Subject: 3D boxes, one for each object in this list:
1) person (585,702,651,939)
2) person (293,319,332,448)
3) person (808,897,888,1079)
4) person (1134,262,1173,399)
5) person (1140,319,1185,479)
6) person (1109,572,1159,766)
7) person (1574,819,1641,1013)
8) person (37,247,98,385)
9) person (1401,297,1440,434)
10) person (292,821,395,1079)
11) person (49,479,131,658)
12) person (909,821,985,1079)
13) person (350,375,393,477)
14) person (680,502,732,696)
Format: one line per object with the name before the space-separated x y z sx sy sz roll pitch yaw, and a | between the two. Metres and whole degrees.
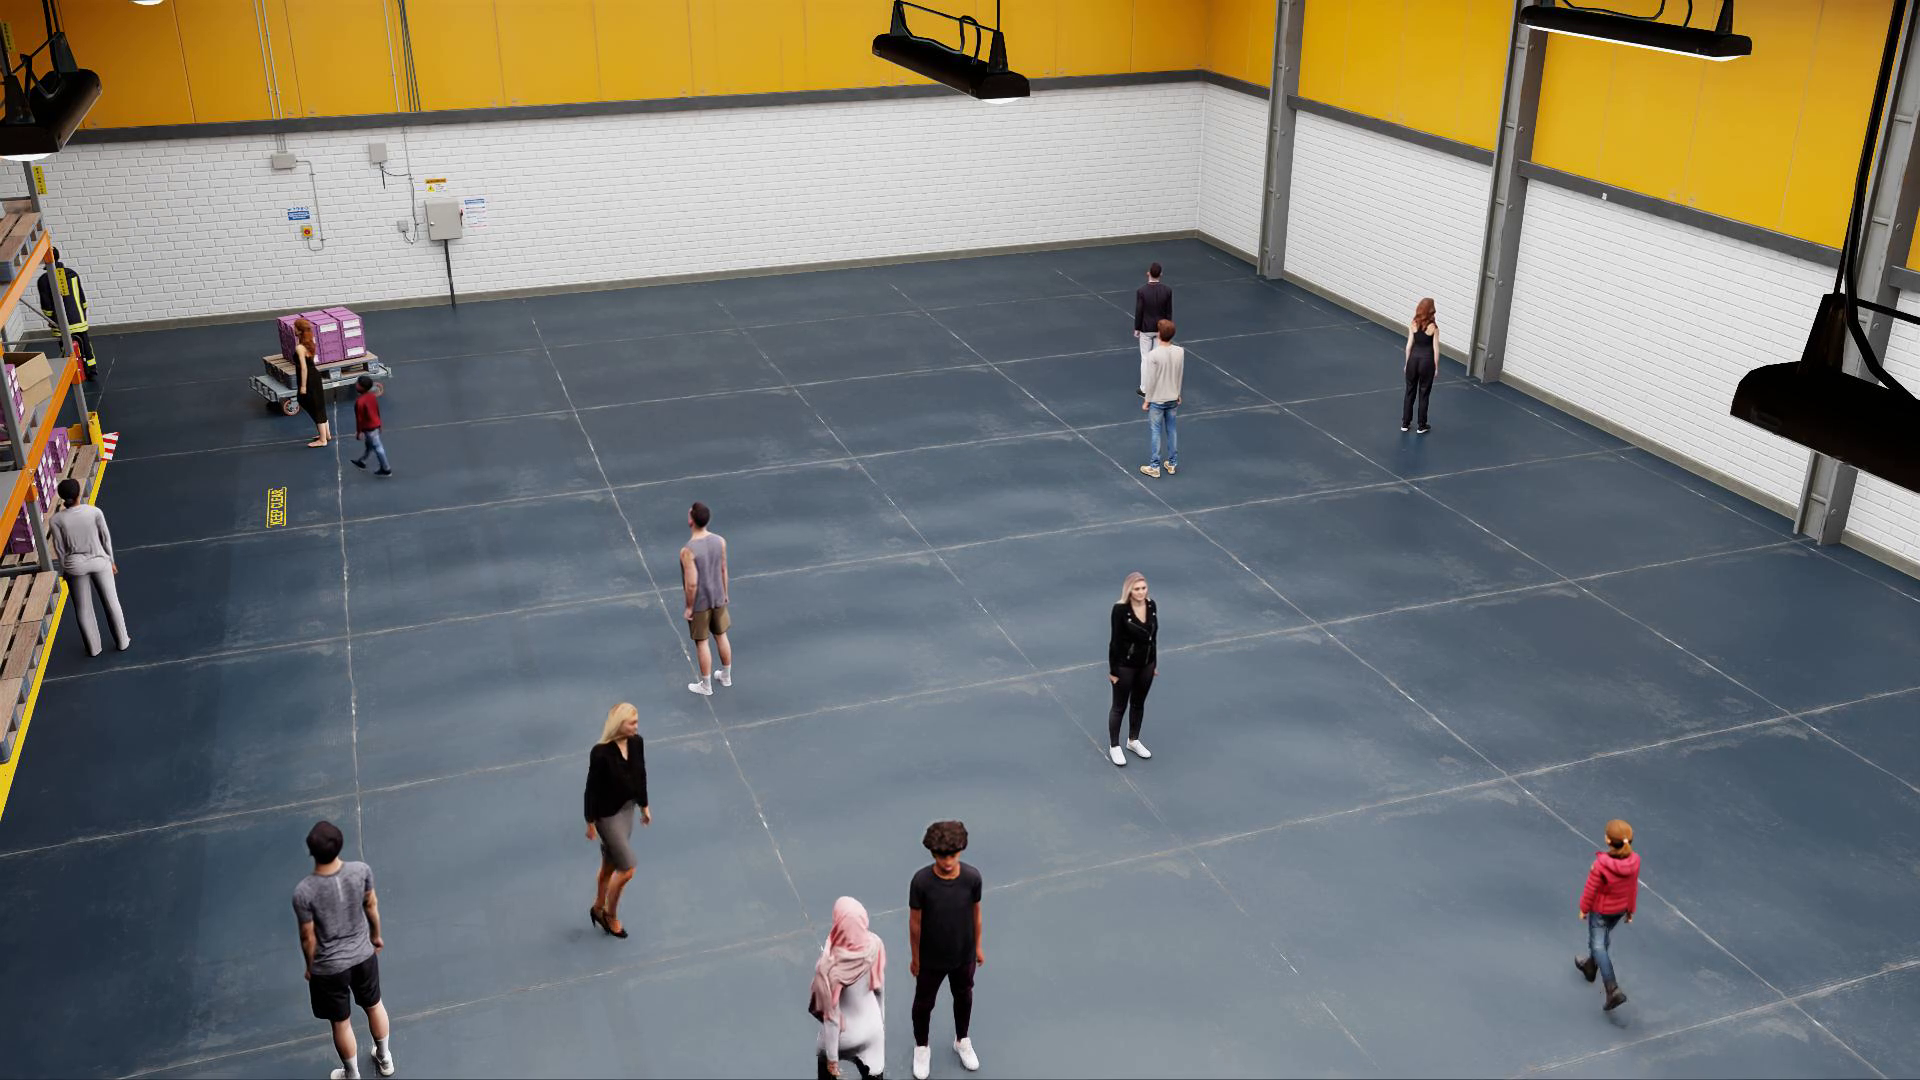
person | -2.445 1.950 11.514 0.831 1.810 0.774 17 29 33
person | -8.086 -1.966 20.702 0.702 1.624 0.587 -1 24 -3
person | -0.543 2.875 9.464 0.896 1.756 1.286 -17 29 -34
person | 2.594 -2.829 22.407 0.713 1.841 0.654 -2 24 -4
person | 2.411 -1.676 19.688 0.659 1.904 0.589 -10 26 -22
person | 1.425 1.040 13.749 0.639 1.686 0.561 -12 26 -25
person | 4.307 2.479 10.948 0.574 1.294 0.892 -6 24 -13
person | -12.318 -3.100 22.921 0.908 1.926 0.893 15 28 31
person | 5.851 -2.229 21.151 0.639 1.747 0.727 15 28 31
person | -3.743 2.530 10.110 0.711 1.871 0.734 22 32 40
person | -8.130 0.246 15.501 0.663 1.737 0.591 -13 27 -27
person | -0.084 2.502 10.284 0.644 1.781 0.573 -6 24 -13
person | -6.943 -1.340 19.757 0.800 1.234 0.822 4 24 8
person | -2.269 0.521 14.825 0.710 1.846 0.717 -21 32 -40
